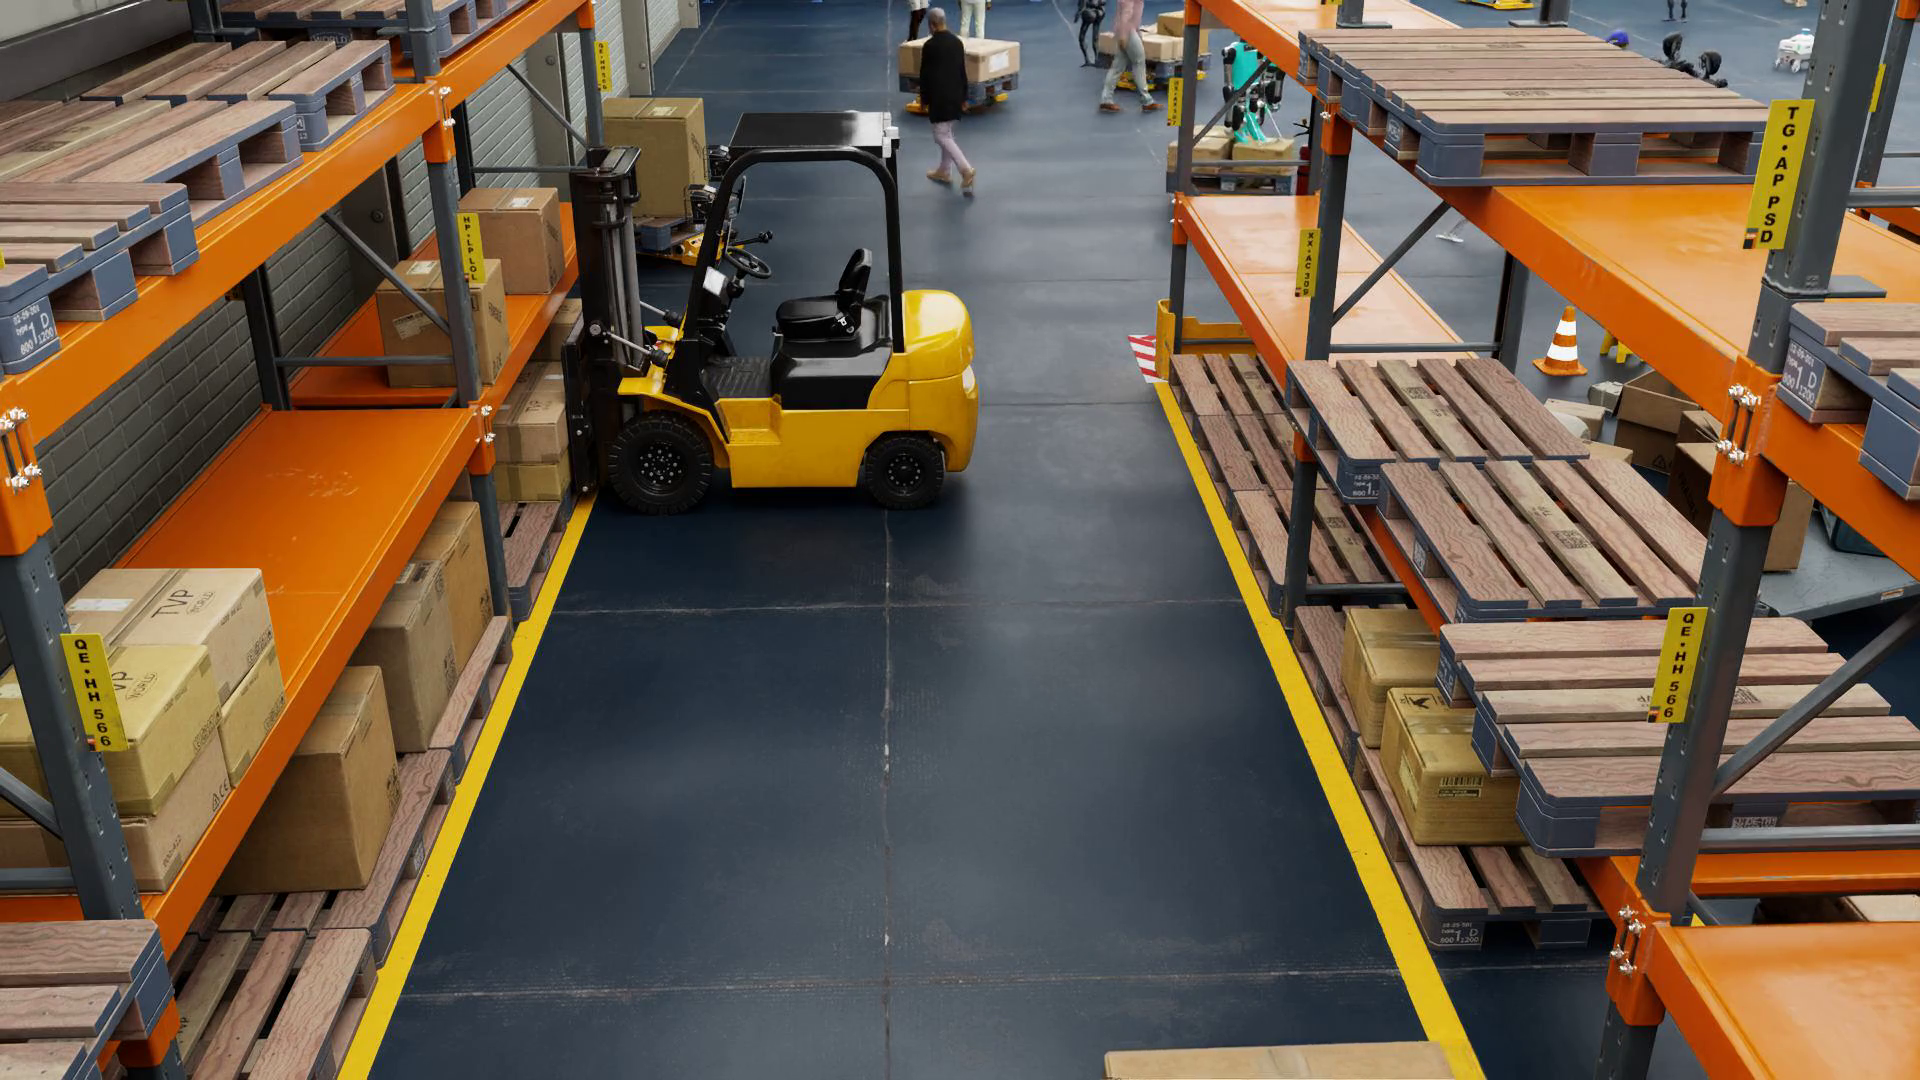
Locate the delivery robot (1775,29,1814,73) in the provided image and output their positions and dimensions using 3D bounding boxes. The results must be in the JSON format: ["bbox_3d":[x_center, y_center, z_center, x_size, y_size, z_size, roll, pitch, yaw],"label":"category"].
[{"bbox_3d":[12.053,-7.001,23.788,0.782,0.589,0.499,-15,29,-29],"label":"delivery robot"}]

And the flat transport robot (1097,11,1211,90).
[{"bbox_3d":[2.669,-6.363,22.779,0.659,0.231,1.431,23,34,40],"label":"flat transport robot"}]

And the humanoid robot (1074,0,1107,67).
[{"bbox_3d":[1.887,-7.599,23.748,0.361,1.659,0.586,20,32,35],"label":"humanoid robot"}]

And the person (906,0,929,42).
[{"bbox_3d":[-0.656,-8.283,24.945,0.473,1.897,0.555,20,32,35],"label":"person"}]

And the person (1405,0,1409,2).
[{"bbox_3d":[6.661,-8.327,25.095,0.373,1.840,0.568,19,31,34],"label":"person"}]

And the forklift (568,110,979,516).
[{"bbox_3d":[-1.043,-1.379,9.976,2.313,2.155,1.214,-1,25,-2],"label":"forklift"}]

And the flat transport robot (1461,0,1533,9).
[{"bbox_3d":[9.621,-9.746,29.942,0.659,0.231,1.431,-8,26,-16],"label":"flat transport robot"}]

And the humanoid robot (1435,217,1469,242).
[{"bbox_3d":[4.833,-3.488,15.010,0.954,1.775,0.532,19,31,34],"label":"humanoid robot"}]

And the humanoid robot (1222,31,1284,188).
[{"bbox_3d":[2.888,-4.064,16.185,0.538,1.794,0.682,-20,32,-36],"label":"humanoid robot"}]

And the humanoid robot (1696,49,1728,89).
[{"bbox_3d":[6.958,-3.787,15.695,0.597,1.635,0.639,-8,27,-17],"label":"humanoid robot"}]

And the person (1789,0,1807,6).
[{"bbox_3d":[15.134,-10.503,29.677,0.485,1.868,0.607,-4,26,-9],"label":"person"}]

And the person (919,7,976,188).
[{"bbox_3d":[-0.100,-4.518,17.069,0.792,1.813,0.535,21,32,37],"label":"person"}]

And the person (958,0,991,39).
[{"bbox_3d":[0.214,-7.980,24.474,0.566,1.743,0.346,10,27,20],"label":"person"}]

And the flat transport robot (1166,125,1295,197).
[{"bbox_3d":[2.678,-3.467,16.646,0.659,0.231,1.431,3,25,7],"label":"flat transport robot"}]

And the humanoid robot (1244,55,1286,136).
[{"bbox_3d":[3.076,-4.706,17.477,0.701,1.732,0.530,-10,27,-21],"label":"humanoid robot"}]

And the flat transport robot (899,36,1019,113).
[{"bbox_3d":[-0.032,-5.653,21.275,0.659,0.231,1.431,16,29,30],"label":"flat transport robot"}]

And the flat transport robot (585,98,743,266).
[{"bbox_3d":[-2.746,-2.729,15.082,1.431,0.231,0.659,12,28,24],"label":"flat transport robot"}]

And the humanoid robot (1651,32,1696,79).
[{"bbox_3d":[7.123,-4.283,16.760,0.607,1.625,0.613,-22,33,-39],"label":"humanoid robot"}]

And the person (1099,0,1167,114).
[{"bbox_3d":[2.187,-6.274,20.701,0.941,1.878,0.685,1,25,2],"label":"person"}]

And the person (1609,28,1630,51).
[{"bbox_3d":[6.374,-4.214,16.577,0.725,1.688,0.460,-16,30,-30],"label":"person"}]

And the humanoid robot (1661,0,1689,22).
[{"bbox_3d":[12.062,-9.529,27.836,0.608,1.639,0.398,21,33,37],"label":"humanoid robot"}]
